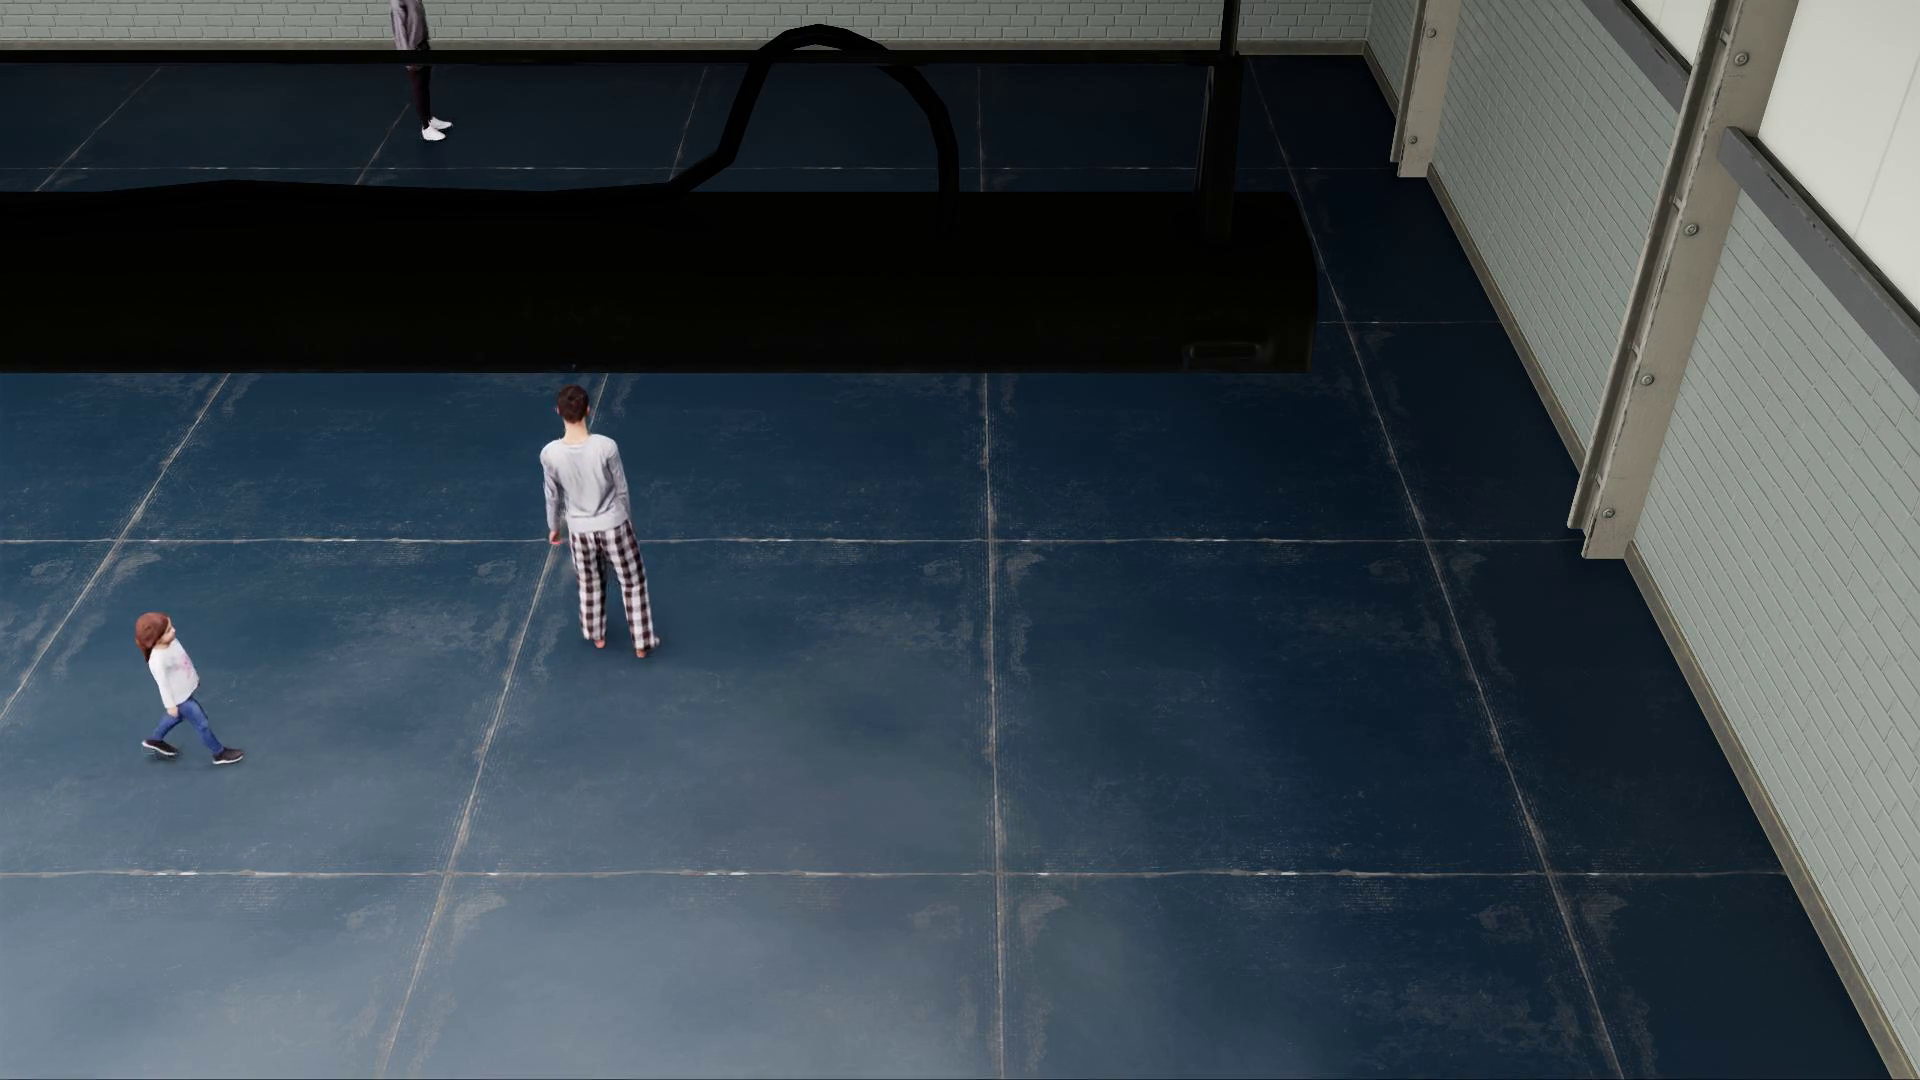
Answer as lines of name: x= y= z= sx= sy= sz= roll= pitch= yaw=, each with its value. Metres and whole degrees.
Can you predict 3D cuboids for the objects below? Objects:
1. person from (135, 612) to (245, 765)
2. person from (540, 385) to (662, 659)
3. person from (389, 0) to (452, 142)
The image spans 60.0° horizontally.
person: x=-4.490 y=0.849 z=9.424 sx=0.563 sy=1.094 sz=0.736 roll=-5 pitch=38 yaw=-7
person: x=-2.192 y=-0.081 z=10.042 sx=0.762 sy=1.828 sz=0.703 roll=-2 pitch=37 yaw=-2
person: x=-5.379 y=-4.826 z=16.329 sx=0.770 sy=1.772 sz=0.631 roll=5 pitch=38 yaw=6
